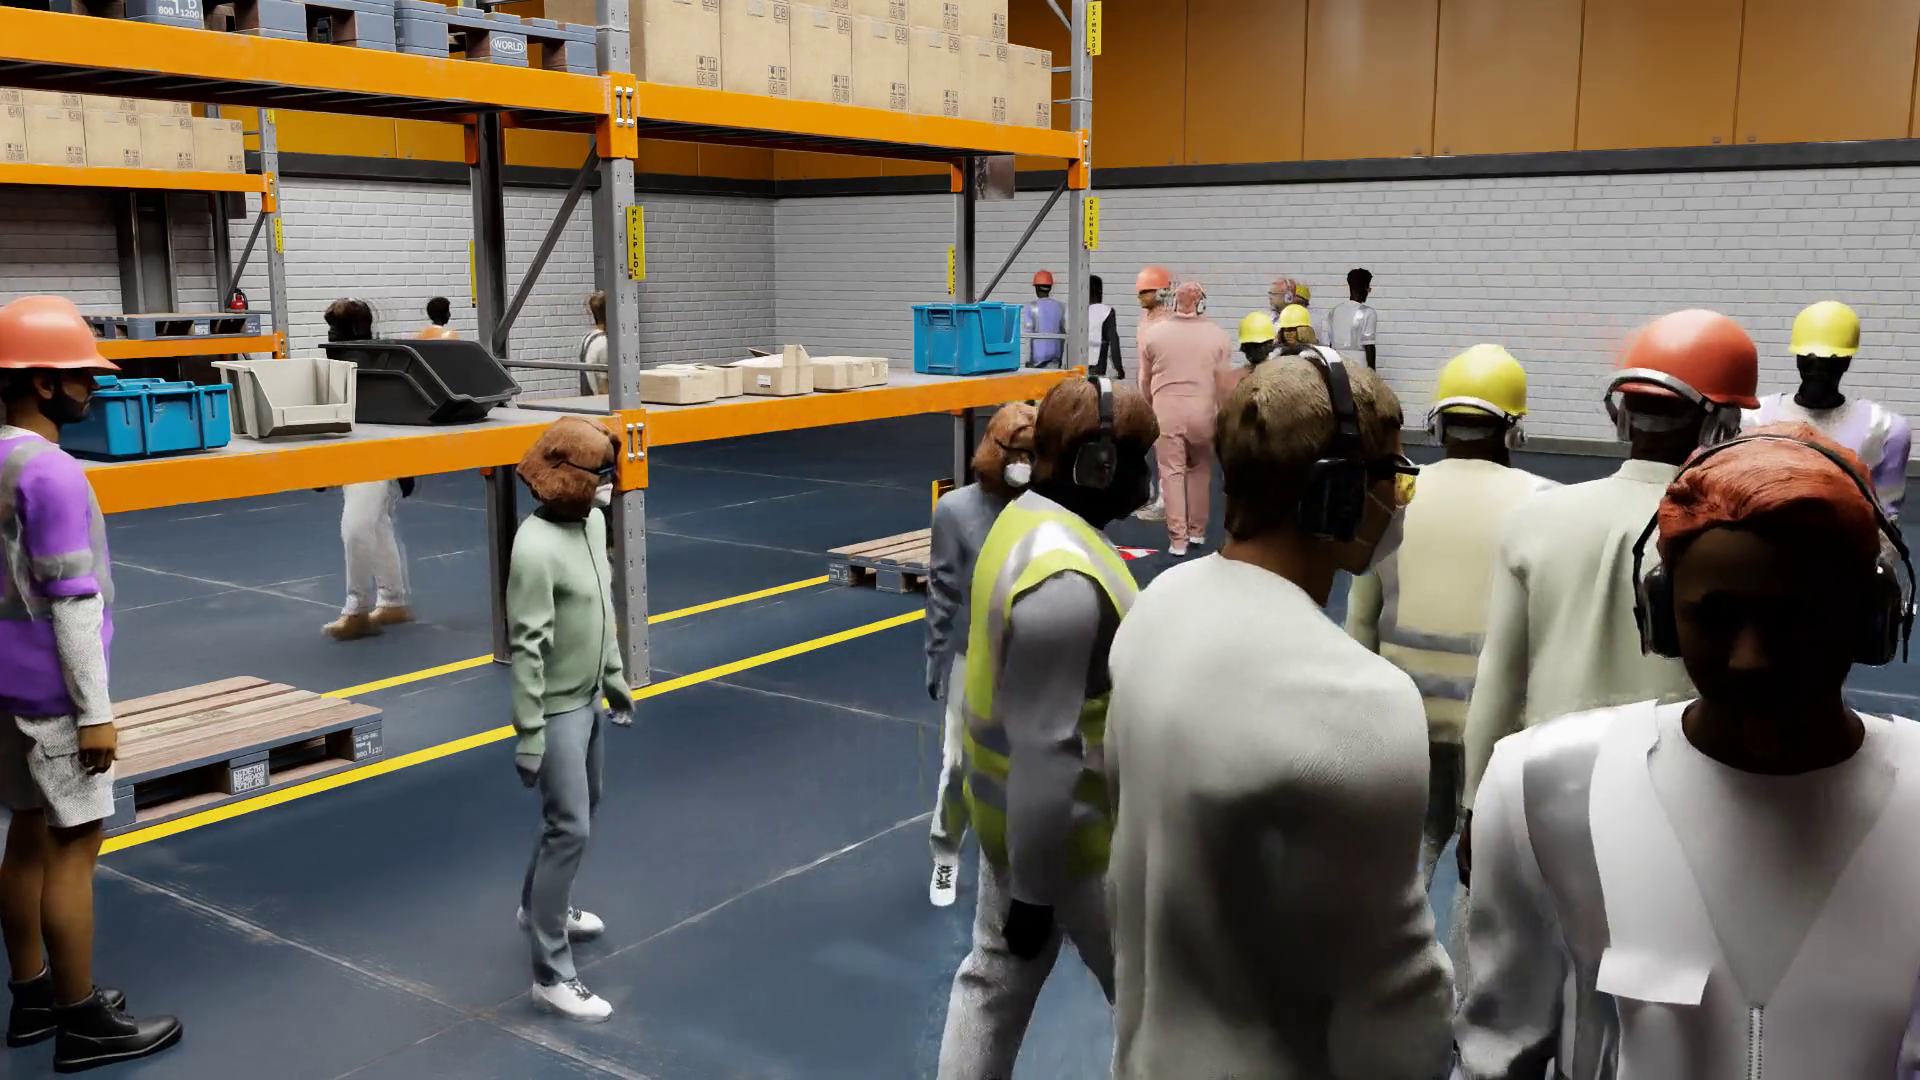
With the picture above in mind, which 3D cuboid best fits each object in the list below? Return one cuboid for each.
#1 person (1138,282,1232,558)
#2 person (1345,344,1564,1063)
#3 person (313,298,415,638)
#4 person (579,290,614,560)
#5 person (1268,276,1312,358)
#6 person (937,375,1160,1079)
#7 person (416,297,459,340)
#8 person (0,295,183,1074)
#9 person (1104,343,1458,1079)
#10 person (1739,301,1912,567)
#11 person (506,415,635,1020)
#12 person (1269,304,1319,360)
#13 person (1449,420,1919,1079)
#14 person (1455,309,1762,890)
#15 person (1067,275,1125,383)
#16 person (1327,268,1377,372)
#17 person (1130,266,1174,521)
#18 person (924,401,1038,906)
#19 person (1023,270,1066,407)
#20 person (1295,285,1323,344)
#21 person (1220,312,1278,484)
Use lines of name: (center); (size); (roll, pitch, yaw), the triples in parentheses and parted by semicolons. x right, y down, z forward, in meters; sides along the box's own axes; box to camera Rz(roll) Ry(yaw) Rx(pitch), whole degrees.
person: (1.549, -0.840, 11.533); (0.632, 1.872, 0.741); (1, 10, 4)
person: (1.277, 0.426, 4.175); (0.606, 1.821, 0.410); (7, 12, 37)
person: (-3.330, -0.387, 9.001); (0.666, 1.817, 0.745); (8, 12, 39)
person: (-2.369, -0.752, 11.131); (0.441, 1.834, 0.543); (-4, 10, -25)
person: (2.743, -1.266, 14.010); (0.541, 1.892, 0.665); (-2, 10, -13)
person: (0.340, 0.571, 3.359); (0.944, 1.790, 0.620); (-1, 10, -7)
person: (-5.071, -1.512, 16.116); (0.540, 1.682, 0.540); (6, 11, 34)
person: (-2.271, 0.359, 4.205); (0.548, 1.937, 0.379); (8, 13, 40)
person: (0.397, 0.716, 2.114); (0.416, 1.923, 0.642); (-2, 10, -11)
person: (2.971, 0.106, 5.853); (0.603, 1.893, 0.902); (7, 12, 37)
person: (-1.119, 0.456, 4.585); (0.461, 1.617, 0.686); (1, 10, 6)
person: (2.234, -0.697, 11.104); (0.485, 1.736, 0.314); (7, 12, 38)
person: (0.780, 0.813, 1.689); (0.591, 1.870, 0.409); (5, 11, 28)
person: (1.342, 0.525, 3.245); (1.041, 1.928, 0.633); (-8, 12, -39)
person: (1.376, -1.876, 17.719); (0.976, 1.880, 0.601); (-9, 13, -43)
person: (3.776, -1.632, 16.007); (0.373, 1.958, 0.607); (-6, 11, -30)
person: (1.456, -1.119, 12.883); (0.548, 1.975, 0.651); (-3, 10, -20)
person: (0.157, 0.380, 5.097); (0.535, 1.622, 0.430); (1, 10, 5)
person: (0.923, -2.131, 19.126); (0.563, 1.901, 0.859); (-3, 10, -19)
person: (3.633, -1.847, 17.860); (0.524, 1.769, 0.308); (4, 10, 22)
person: (1.758, -0.451, 9.654); (0.543, 1.724, 0.608); (6, 11, 31)
